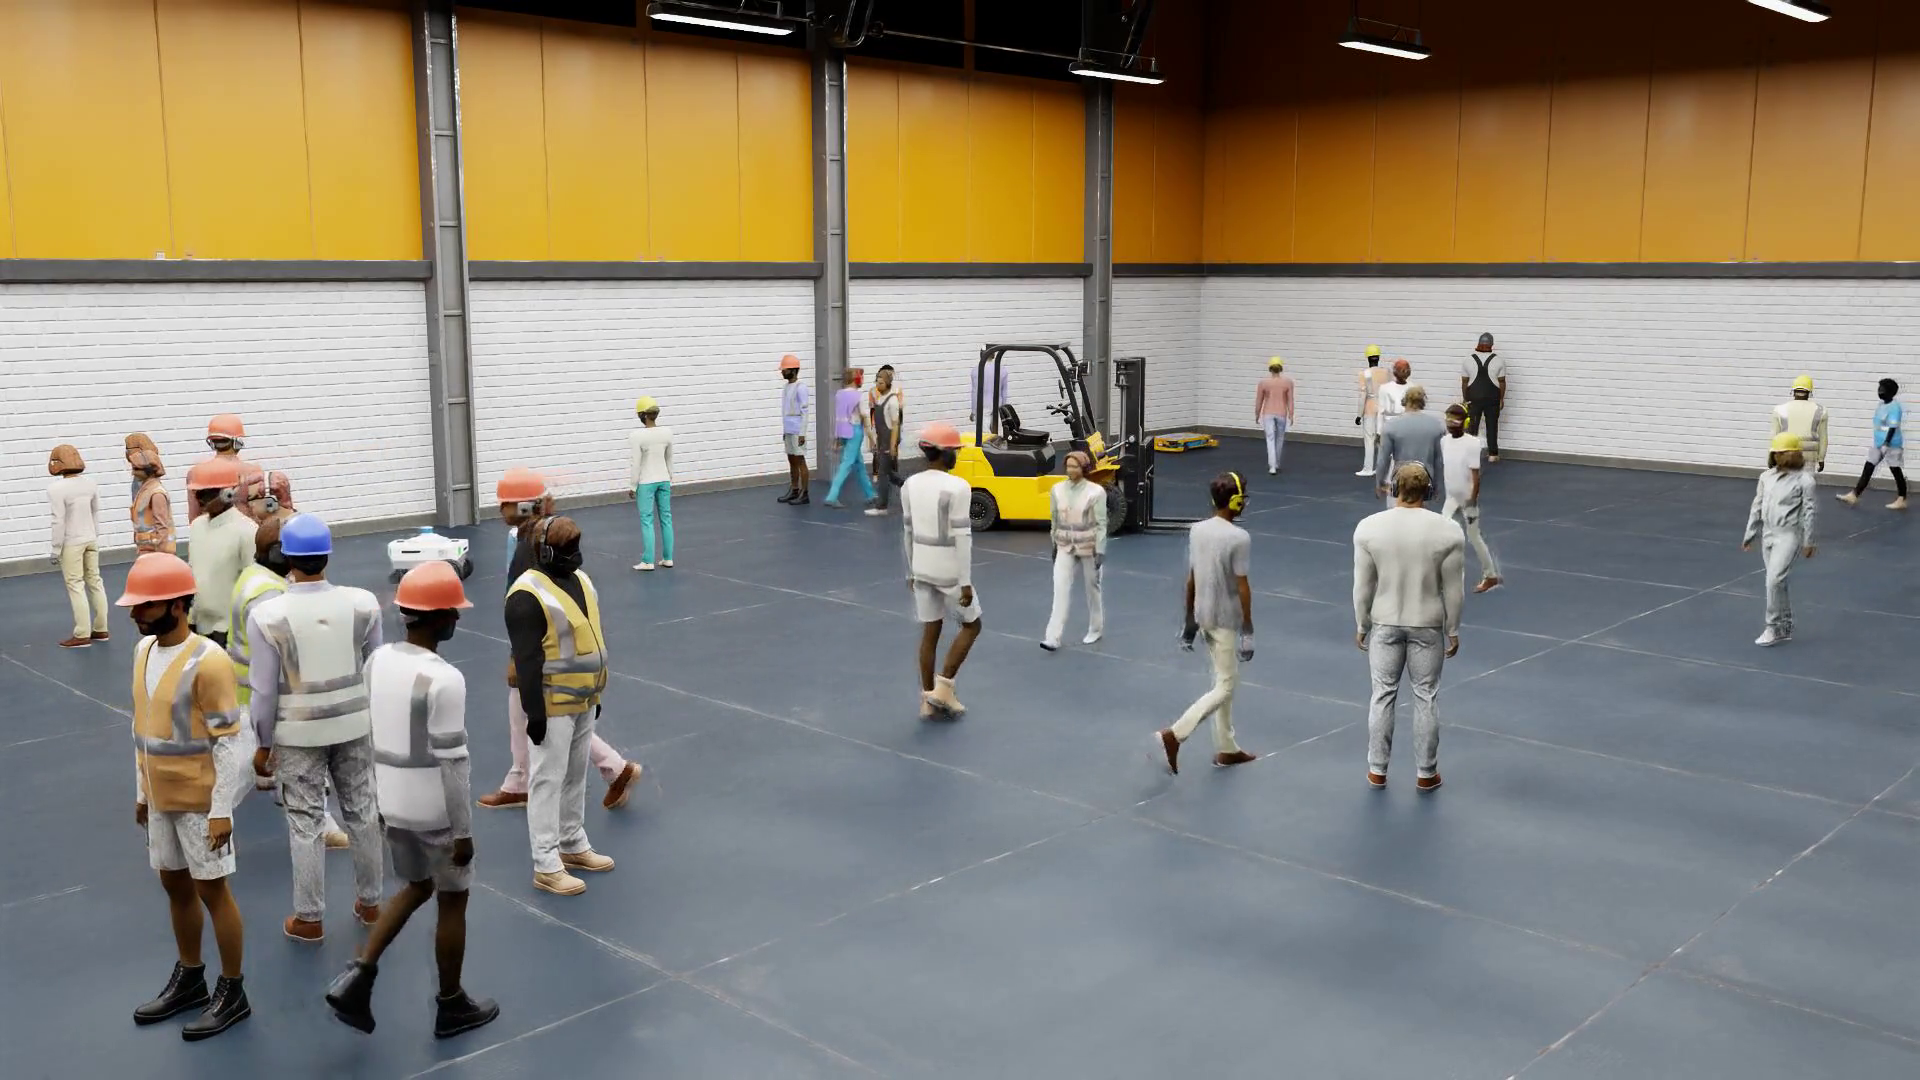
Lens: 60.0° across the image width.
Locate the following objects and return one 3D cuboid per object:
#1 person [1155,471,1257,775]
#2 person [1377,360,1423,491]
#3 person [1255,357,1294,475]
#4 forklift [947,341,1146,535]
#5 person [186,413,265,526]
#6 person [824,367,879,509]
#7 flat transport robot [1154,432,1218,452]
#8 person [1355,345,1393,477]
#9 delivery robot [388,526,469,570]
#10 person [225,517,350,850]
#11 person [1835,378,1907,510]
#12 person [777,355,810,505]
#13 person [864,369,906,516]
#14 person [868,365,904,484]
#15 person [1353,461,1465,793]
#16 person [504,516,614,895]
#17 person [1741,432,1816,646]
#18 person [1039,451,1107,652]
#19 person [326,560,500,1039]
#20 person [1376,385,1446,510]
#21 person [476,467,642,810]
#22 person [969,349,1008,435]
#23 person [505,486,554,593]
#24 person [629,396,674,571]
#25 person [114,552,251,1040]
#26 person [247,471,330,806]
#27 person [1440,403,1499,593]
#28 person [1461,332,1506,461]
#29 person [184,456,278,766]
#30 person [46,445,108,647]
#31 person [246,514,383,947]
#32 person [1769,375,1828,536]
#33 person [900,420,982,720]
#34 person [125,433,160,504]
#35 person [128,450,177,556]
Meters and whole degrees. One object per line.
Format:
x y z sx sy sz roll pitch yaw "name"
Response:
1.500 0.509 9.952 0.775 1.842 0.562 -6 11 -32 "person"
5.854 -1.483 22.154 0.587 1.840 0.965 -1 9 -8 "person"
4.670 -1.857 24.763 0.549 1.714 0.891 1 9 4 "person"
0.977 -1.223 19.452 2.313 2.155 1.214 2 9 11 "forklift"
-5.278 0.073 12.114 0.612 1.997 0.376 0 9 0 "person"
-1.353 -1.299 21.159 0.988 1.796 0.589 -7 11 -36 "person"
3.697 -1.653 27.968 0.652 0.197 1.431 7 12 38 "flat transport robot"
6.038 -1.884 24.343 0.586 1.921 0.383 -4 10 -25 "person"
-5.110 0.114 15.982 0.707 0.478 0.477 -1 9 -4 "delivery robot"
-3.572 0.781 8.421 0.894 1.801 0.642 -3 10 -19 "person"
11.580 -1.201 20.947 0.857 1.645 0.556 1 9 4 "person"
-2.154 -1.418 21.436 0.379 1.937 0.548 -6 11 -31 "person"
-0.830 -1.198 20.451 0.659 1.824 0.550 -3 10 -20 "person"
-1.039 -1.627 23.480 0.534 1.691 0.320 3 10 17 "person"
2.589 0.505 9.644 0.632 1.939 0.372 3 10 18 "person"
-1.947 0.793 8.173 0.429 1.843 0.629 2 10 15 "person"
6.558 -0.008 13.423 0.638 1.721 0.503 -3 10 -20 "person"
0.921 0.090 13.221 0.539 1.586 0.875 5 11 29 "person"
-2.129 1.038 6.440 0.580 1.916 0.609 6 11 33 "person"
4.363 -0.537 16.128 0.669 1.903 0.425 -1 9 -4 "person"
-2.248 0.568 9.216 0.882 1.966 0.633 -1 9 -7 "person"
0.418 -1.921 24.512 0.627 1.941 0.370 -6 11 -32 "person"
-2.759 0.436 11.031 0.525 1.627 0.323 -9 13 -44 "person"
-3.111 -0.569 16.761 0.312 1.768 0.524 9 13 42 "person"
-3.090 1.004 6.582 0.551 1.936 0.359 5 11 30 "person"
-3.854 0.552 9.471 0.399 1.903 0.643 -7 11 -35 "person"
4.636 -0.365 15.404 1.003 1.818 0.571 -6 11 -31 "person"
8.283 -2.264 26.306 0.674 2.000 0.535 4 10 24 "person"
-4.291 0.469 9.822 0.622 1.965 0.961 7 11 36 "person"
-7.114 0.048 13.376 0.279 1.632 0.502 2 10 13 "person"
-2.878 0.850 7.491 0.603 1.949 0.389 -7 12 -38 "person"
9.548 -0.964 18.970 0.600 1.829 0.404 4 10 22 "person"
-0.114 0.210 11.175 0.649 2.028 0.432 9 13 43 "person"
-7.034 -0.120 14.436 0.288 1.623 0.494 -3 10 -17 "person"
-6.276 0.111 12.980 0.309 1.638 0.513 -7 11 -36 "person"
